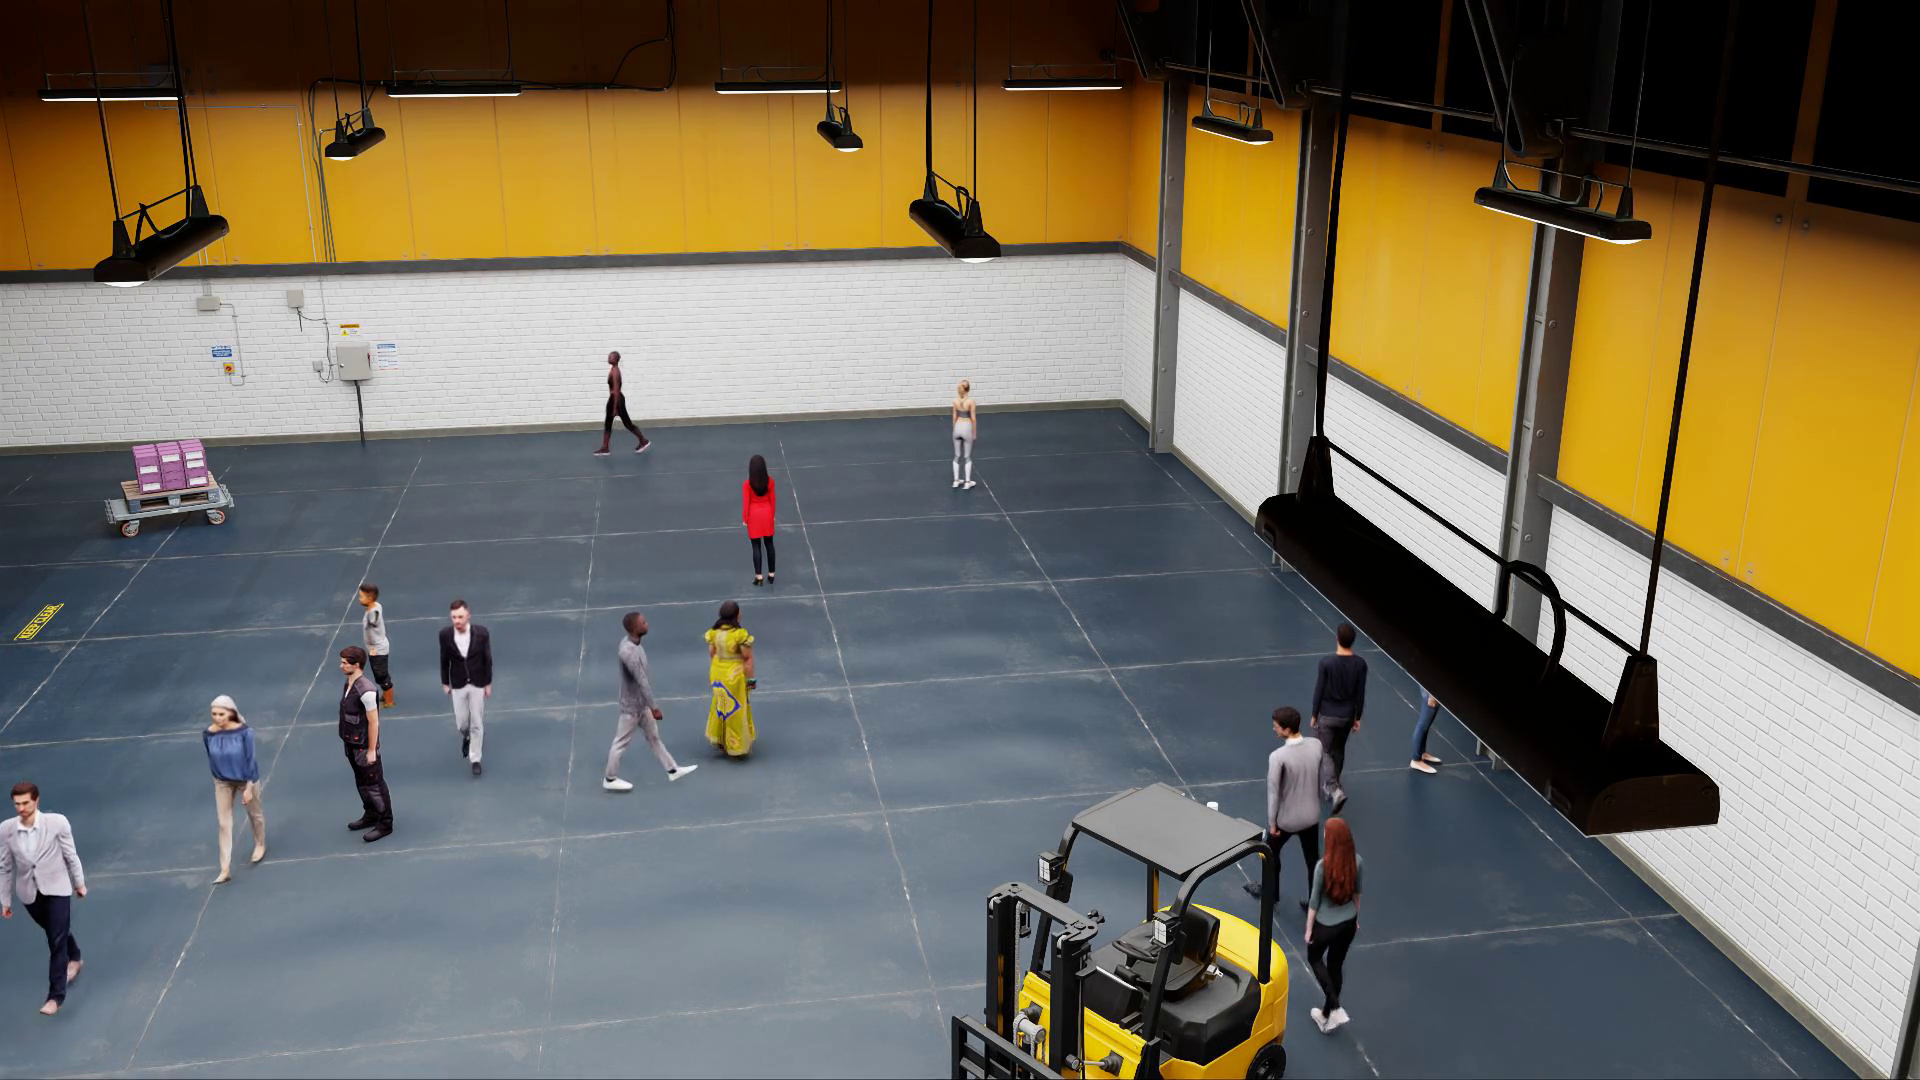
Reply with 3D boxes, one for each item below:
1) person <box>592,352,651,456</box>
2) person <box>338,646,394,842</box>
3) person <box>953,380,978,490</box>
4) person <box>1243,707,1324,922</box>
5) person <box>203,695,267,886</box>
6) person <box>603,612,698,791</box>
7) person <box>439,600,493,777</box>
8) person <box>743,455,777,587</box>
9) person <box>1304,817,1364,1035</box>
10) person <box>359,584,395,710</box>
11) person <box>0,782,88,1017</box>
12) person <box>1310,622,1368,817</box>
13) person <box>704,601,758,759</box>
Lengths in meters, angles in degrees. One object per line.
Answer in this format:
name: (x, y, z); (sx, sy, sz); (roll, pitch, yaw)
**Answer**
person: (-5.574, -2.243, 27.545); (0.863, 1.718, 1.198); (-8, 20, -23)
person: (-5.458, 1.836, 15.228); (0.810, 1.849, 0.700); (-16, 24, -40)
person: (0.051, -1.650, 25.808); (0.633, 1.703, 0.668); (8, 20, 22)
person: (2.835, 2.313, 13.754); (1.000, 1.885, 1.038); (-7, 20, -19)
person: (-6.333, 2.120, 14.677); (0.715, 1.661, 1.064); (-1, 19, -3)
person: (-3.243, 1.597, 16.023); (0.817, 1.794, 1.098); (-1, 19, -4)
person: (-4.864, 1.412, 16.519); (0.661, 1.829, 0.792); (-3, 19, -9)
person: (-2.591, -0.262, 21.611); (0.697, 1.750, 0.715); (-10, 21, -27)
person: (2.793, 2.901, 12.255); (0.668, 1.728, 0.758); (-6, 19, -17)
person: (-6.322, 1.101, 18.031); (0.657, 1.452, 0.488); (-7, 20, -21)
person: (-7.018, 2.671, 12.818); (0.746, 1.804, 1.185); (-2, 19, -6)
person: (3.557, 1.702, 15.628); (0.687, 1.848, 1.059); (-2, 19, -5)
person: (-2.344, 1.425, 16.763); (0.937, 1.649, 0.980); (9, 21, 26)
